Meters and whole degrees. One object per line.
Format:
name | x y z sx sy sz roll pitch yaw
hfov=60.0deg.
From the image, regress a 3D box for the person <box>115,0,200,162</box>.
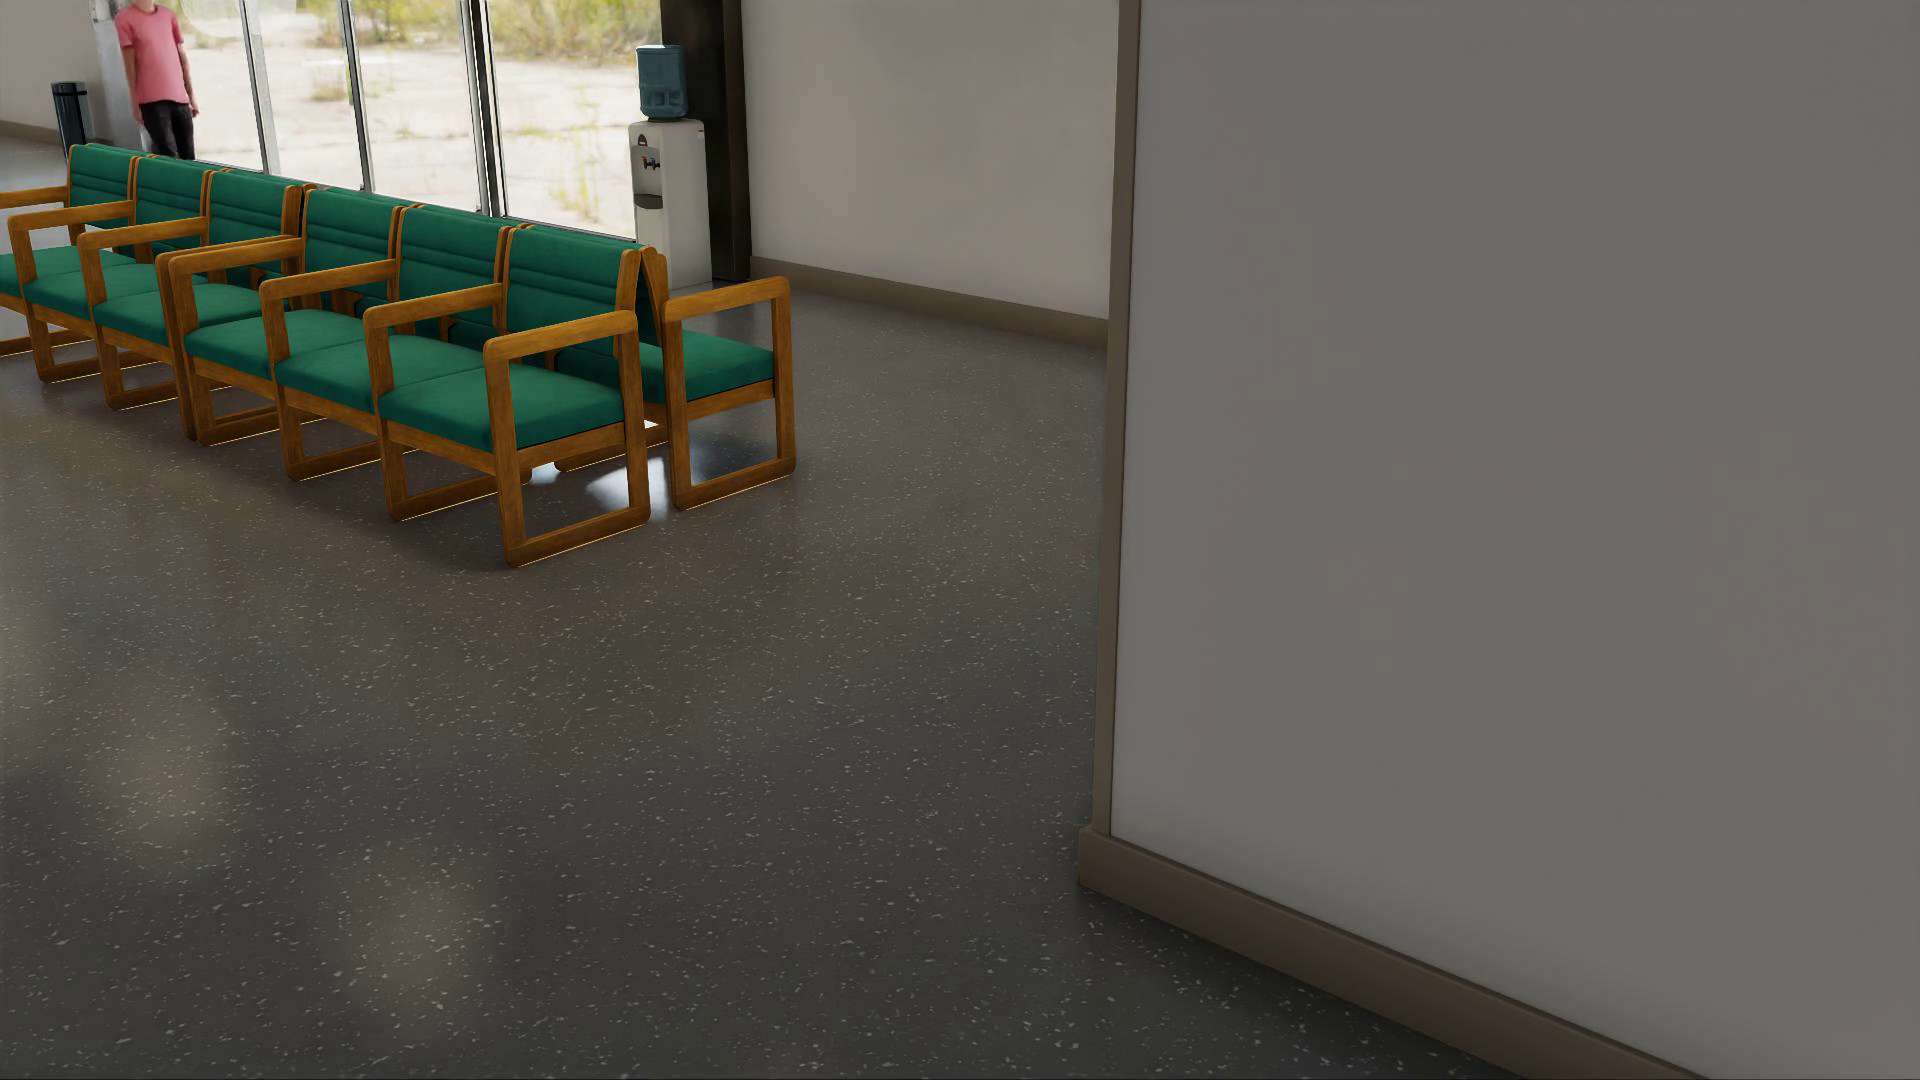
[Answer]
person | -5.864 -3.189 12.126 0.826 1.940 1.054 12 24 29
